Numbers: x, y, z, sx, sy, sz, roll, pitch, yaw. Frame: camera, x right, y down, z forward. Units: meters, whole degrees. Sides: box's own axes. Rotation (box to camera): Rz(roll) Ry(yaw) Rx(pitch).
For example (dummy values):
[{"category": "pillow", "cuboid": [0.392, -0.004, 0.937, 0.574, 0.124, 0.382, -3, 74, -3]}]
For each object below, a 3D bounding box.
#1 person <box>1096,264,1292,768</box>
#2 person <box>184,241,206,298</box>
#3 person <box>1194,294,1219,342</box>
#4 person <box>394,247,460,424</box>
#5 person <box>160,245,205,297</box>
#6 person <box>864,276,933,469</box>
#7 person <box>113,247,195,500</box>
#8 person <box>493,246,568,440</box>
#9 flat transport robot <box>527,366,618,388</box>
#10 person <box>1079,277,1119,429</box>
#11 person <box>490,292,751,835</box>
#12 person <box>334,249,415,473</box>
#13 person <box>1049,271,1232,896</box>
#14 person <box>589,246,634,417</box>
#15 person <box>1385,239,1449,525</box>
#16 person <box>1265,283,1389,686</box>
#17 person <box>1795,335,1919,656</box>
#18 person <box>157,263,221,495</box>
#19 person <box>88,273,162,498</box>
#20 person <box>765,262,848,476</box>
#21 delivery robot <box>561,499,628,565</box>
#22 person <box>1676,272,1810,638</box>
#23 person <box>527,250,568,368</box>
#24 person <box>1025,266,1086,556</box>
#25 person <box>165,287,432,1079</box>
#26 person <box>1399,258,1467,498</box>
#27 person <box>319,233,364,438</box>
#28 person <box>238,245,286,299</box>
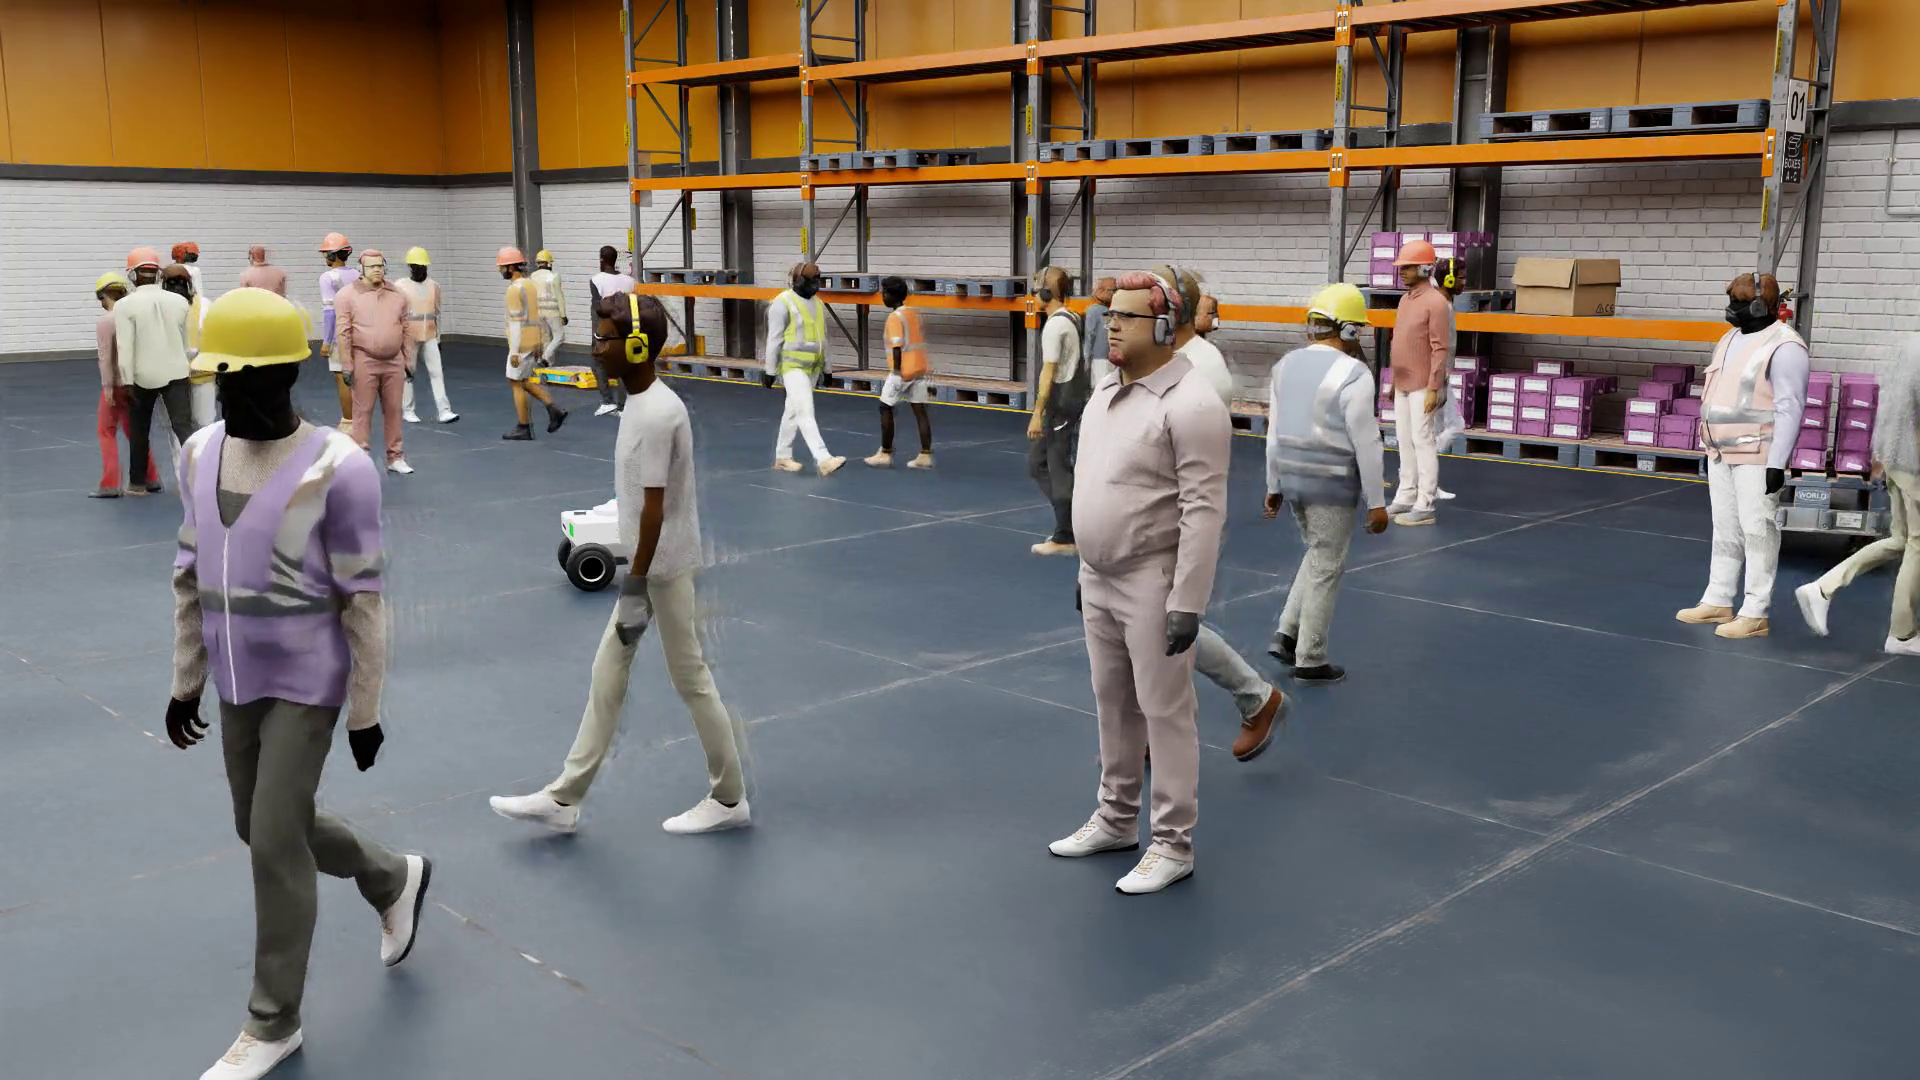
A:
[{"category": "person", "cuboid": [0.859, -0.060, 6.206, 0.603, 1.923, 0.625, -2, 11, -13]}, {"category": "person", "cuboid": [-12.155, -3.748, 26.305, 0.552, 1.922, 0.474, 7, 13, 34]}, {"category": "person", "cuboid": [1.581, -0.823, 11.142, 0.279, 1.632, 0.502, 3, 11, 18]}, {"category": "person", "cuboid": [-5.743, -2.171, 17.802, 0.941, 1.880, 0.613, 10, 14, 43]}, {"category": "person", "cuboid": [-11.249, -3.330, 24.129, 0.584, 1.882, 0.345, -2, 11, -10]}, {"category": "person", "cuboid": [-0.549, -1.444, 14.412, 0.709, 1.669, 0.540, 5, 12, 26]}, {"category": "person", "cuboid": [-6.129, -1.261, 12.749, 1.034, 1.943, 0.607, 9, 14, 42]}, {"category": "person", "cuboid": [-4.263, -1.919, 16.350, 0.577, 1.916, 0.571, 1, 10, 6]}, {"category": "flat transport robot", "cuboid": [-5.159, -2.206, 22.405, 1.431, 0.197, 0.652, 10, 14, 43]}, {"category": "person", "cuboid": [1.406, -1.718, 16.016, 0.353, 1.621, 0.509, 10, 14, 44]}, {"category": "person", "cuboid": [-1.127, 0.116, 5.461, 0.925, 1.831, 0.562, -4, 11, -18]}, {"category": "person", "cuboid": [-4.906, -1.487, 14.019, 0.650, 1.906, 0.403, -10, 14, -42]}, {"category": "person", "cuboid": [0.543, 0.130, 5.188, 0.408, 1.913, 0.643, -6, 12, -28]}, {"category": "person", "cuboid": [-3.910, -2.320, 18.562, 0.565, 1.898, 0.632, 9, 14, 40]}, {"category": "person", "cuboid": [3.185, -1.103, 11.689, 0.399, 1.991, 0.622, -2, 11, -11]}, {"category": "person", "cuboid": [1.638, -0.235, 7.453, 0.425, 1.811, 0.622, -5, 11, -25]}, {"category": "person", "cuboid": [4.463, -0.338, 7.934, 0.635, 1.837, 0.584, 2, 11, 11]}, {"category": "person", "cuboid": [-6.163, -1.295, 13.233, 0.631, 1.816, 0.807, -5, 11, -24]}, {"category": "person", "cuboid": [-6.563, -1.202, 12.946, 0.500, 1.732, 0.537, 2, 11, 10]}, {"category": "person", "cuboid": [-1.268, -1.440, 14.084, 0.947, 1.787, 0.648, 6, 12, 32]}, {"category": "delivery robot", "cuboid": [-1.949, -0.067, 9.706, 0.707, 0.478, 0.477, -4, 11, -19]}, {"category": "person", "cuboid": [3.970, -0.426, 8.425, 0.430, 1.840, 0.622, -1, 10, -7]}, {"category": "person", "cuboid": [-5.959, -3.281, 24.044, 0.625, 1.815, 0.626, 6, 12, 28]}, {"category": "person", "cuboid": [0.589, -0.801, 10.479, 0.404, 1.827, 0.549, 1, 10, 7]}, {"category": "person", "cuboid": [-1.649, 0.322, 4.156, 0.597, 1.904, 0.811, 5, 12, 27]}, {"category": "person", "cuboid": [3.662, -1.214, 12.682, 0.414, 1.855, 0.526, 1, 10, 3]}, {"category": "person", "cuboid": [-6.187, -2.037, 16.645, 0.374, 2.043, 0.611, 3, 11, 15]}, {"category": "person", "cuboid": [-9.243, -2.959, 22.067, 0.514, 1.894, 0.663, 8, 13, 37]}]
